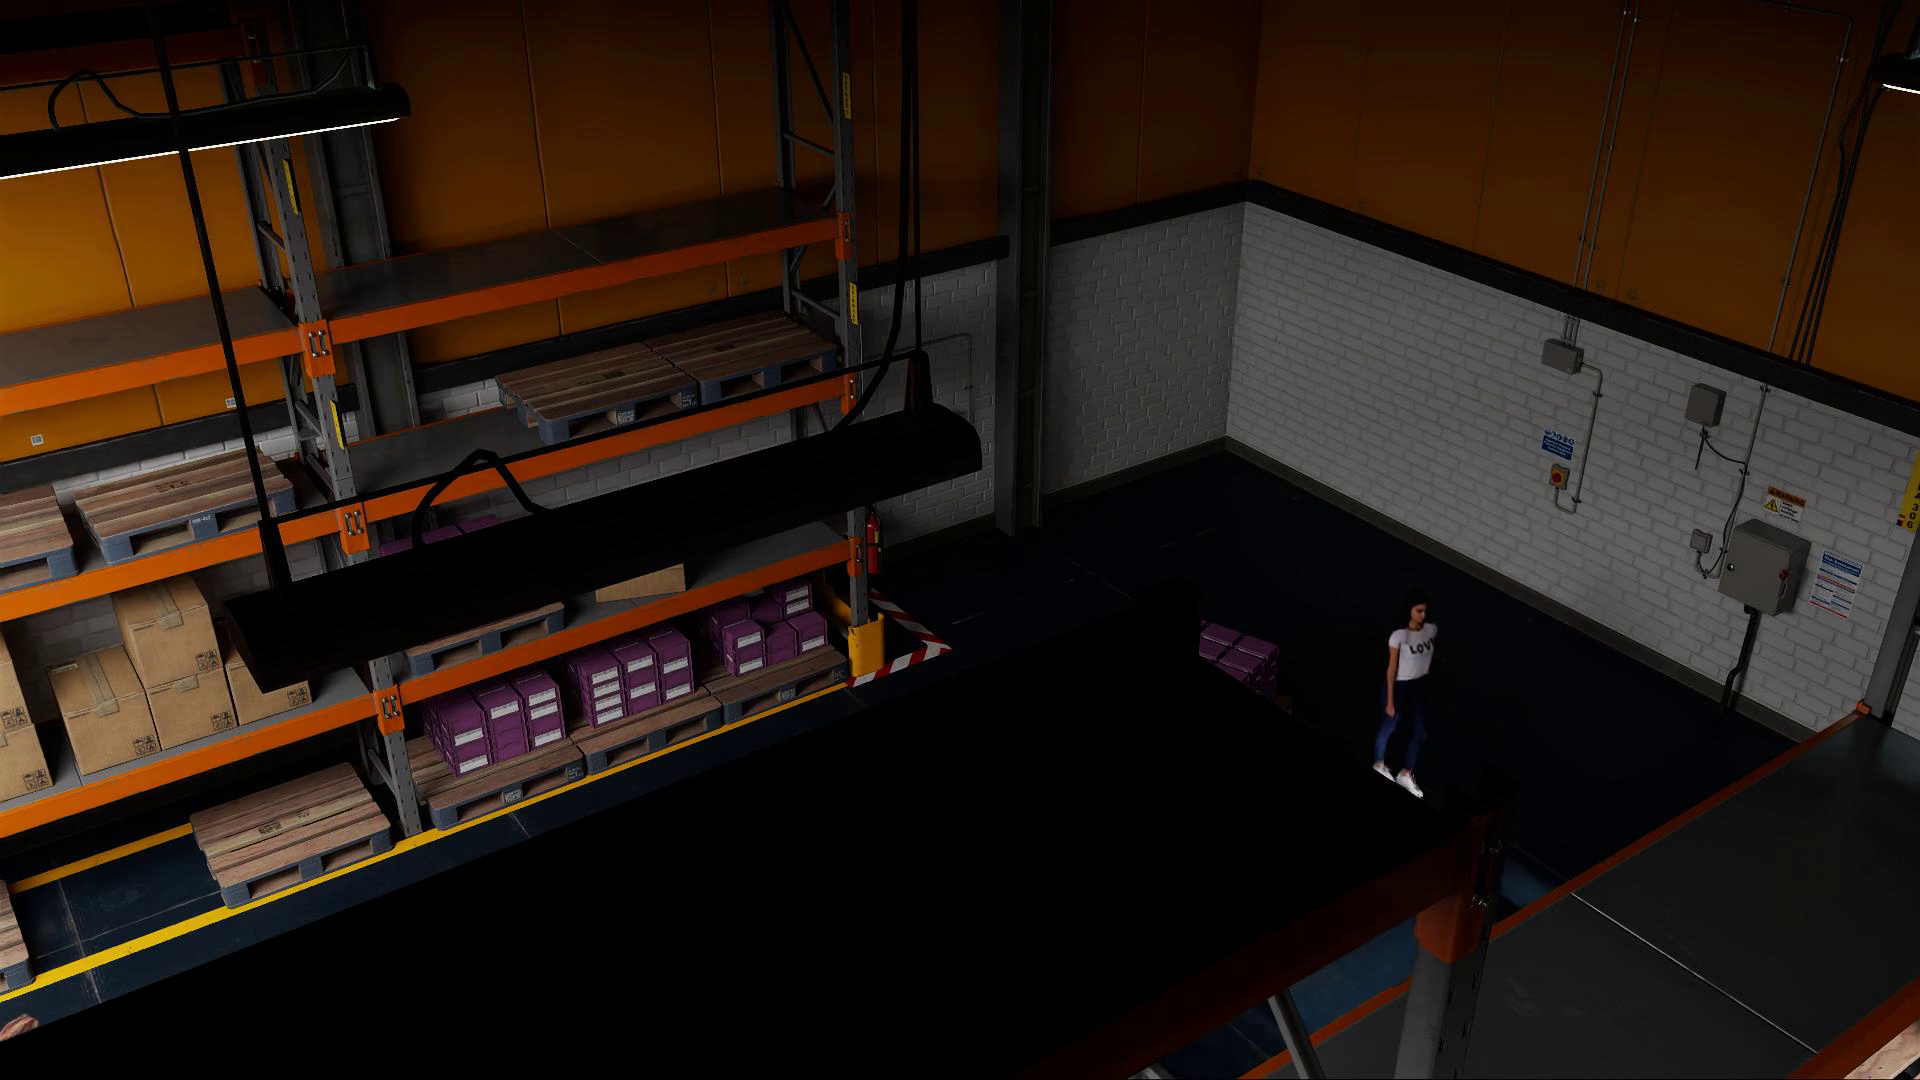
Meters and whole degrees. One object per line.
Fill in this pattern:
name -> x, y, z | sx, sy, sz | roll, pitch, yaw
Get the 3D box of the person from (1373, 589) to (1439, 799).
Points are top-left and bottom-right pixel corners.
person -> 3.342, 1.116, 12.748 | 0.697, 1.760, 0.753 | -12, 31, -21
